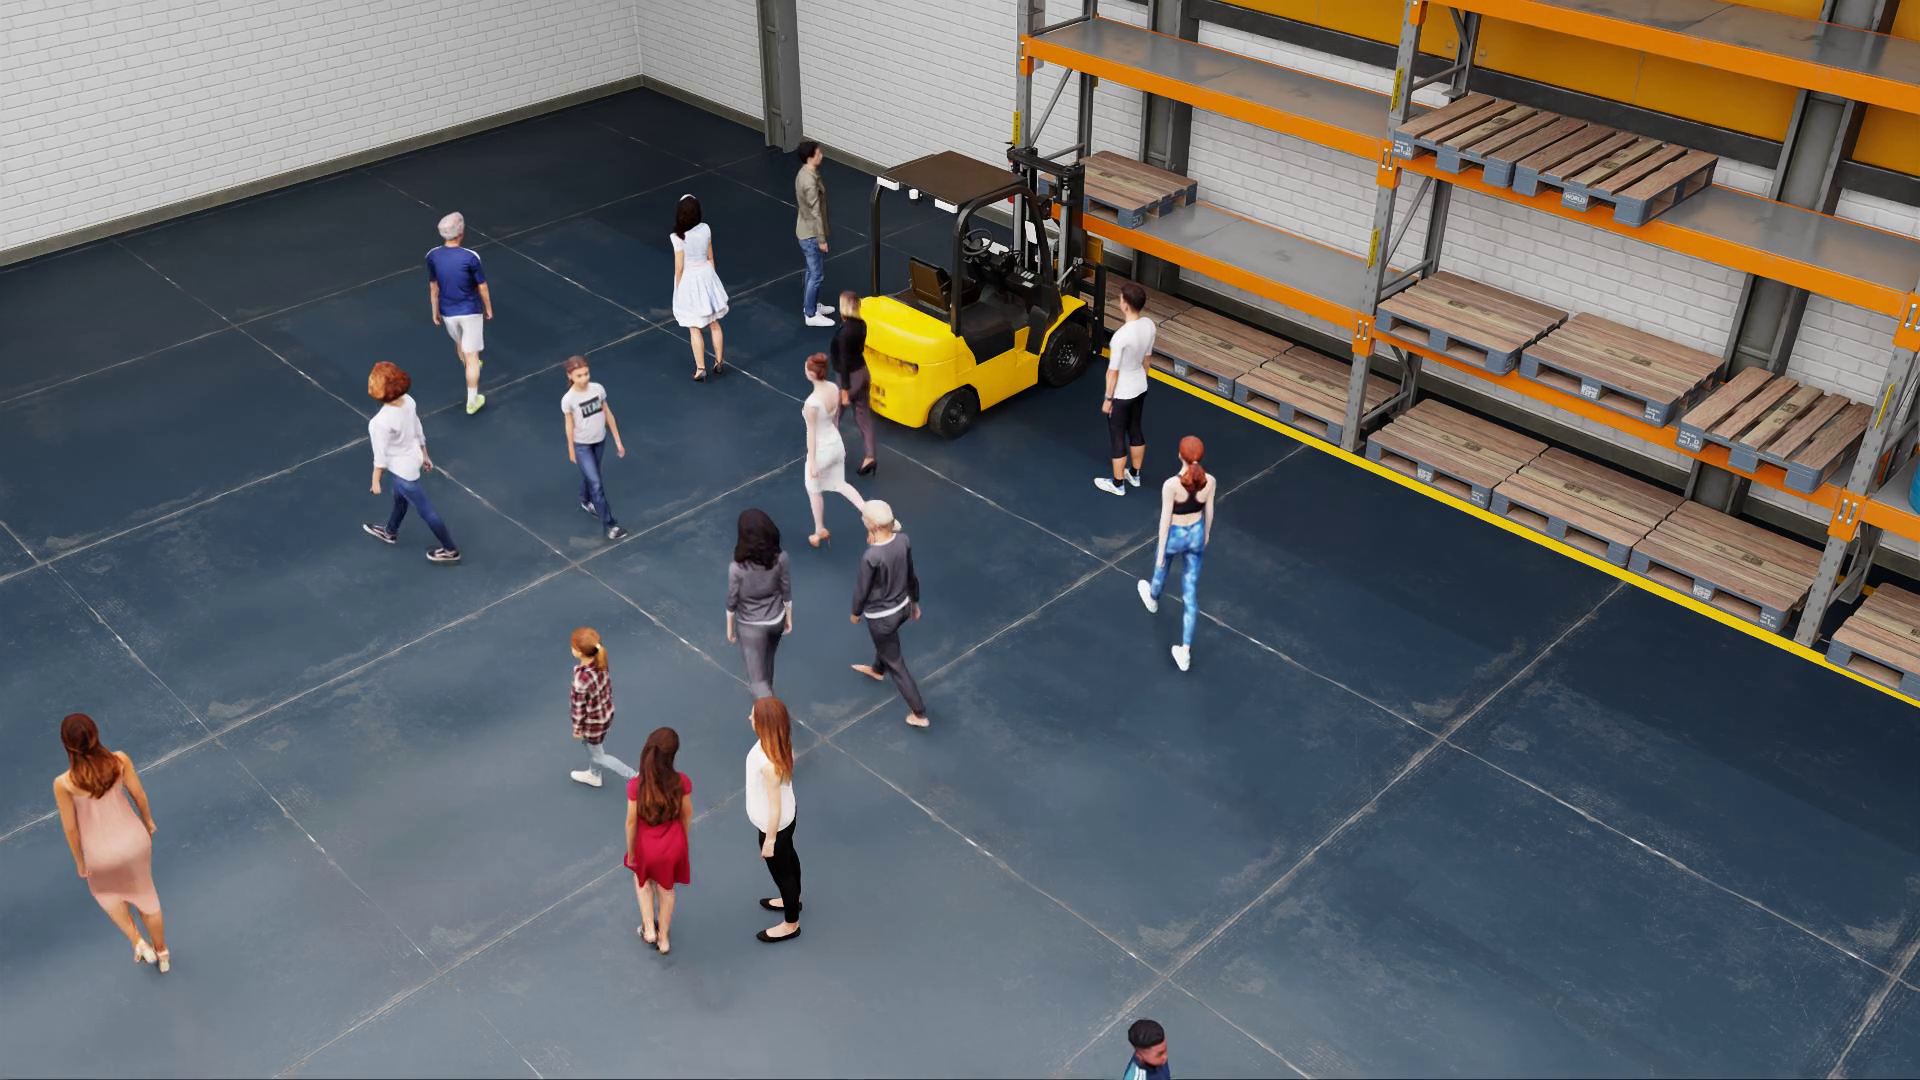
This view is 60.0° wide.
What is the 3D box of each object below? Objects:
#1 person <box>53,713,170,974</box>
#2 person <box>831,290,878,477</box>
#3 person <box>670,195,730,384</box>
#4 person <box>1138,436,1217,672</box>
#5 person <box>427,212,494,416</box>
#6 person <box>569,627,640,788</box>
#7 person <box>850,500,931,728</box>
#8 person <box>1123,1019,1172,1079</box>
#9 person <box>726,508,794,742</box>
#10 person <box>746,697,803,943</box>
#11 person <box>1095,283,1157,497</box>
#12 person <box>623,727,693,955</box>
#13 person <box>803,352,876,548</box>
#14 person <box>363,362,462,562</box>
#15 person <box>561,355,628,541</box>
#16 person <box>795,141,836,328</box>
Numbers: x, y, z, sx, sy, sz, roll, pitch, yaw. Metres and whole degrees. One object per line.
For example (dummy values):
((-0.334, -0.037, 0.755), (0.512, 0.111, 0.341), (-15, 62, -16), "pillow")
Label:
((-4.641, 1.750, 9.206), (0.615, 1.814, 0.587), (-27, 42, -35), "person")
((-0.812, -1.268, 13.901), (0.847, 1.643, 0.770), (11, 35, 16), "person")
((-2.408, -2.298, 15.293), (0.743, 1.818, 0.764), (-22, 39, -29), "person")
((1.598, 0.121, 11.724), (1.029, 1.739, 1.229), (-7, 34, -10), "person")
((-4.463, -1.976, 14.827), (1.090, 1.797, 1.118), (2, 34, 3), "person")
((-2.281, 1.133, 10.608), (0.918, 1.289, 0.775), (8, 34, 11), "person")
((-0.431, 0.515, 11.171), (1.110, 1.695, 0.693), (25, 41, 32), "person")
((0.830, 2.788, 8.170), (0.927, 1.232, 0.629), (20, 39, 27), "person")
((-1.281, 0.621, 10.983), (0.847, 1.729, 1.178), (-16, 37, -22), "person")
((-1.045, 1.588, 9.533), (0.699, 1.722, 0.634), (-1, 34, -1), "person")
((1.384, -1.238, 13.669), (0.548, 1.851, 0.664), (28, 42, 35), "person")
((-1.685, 1.763, 9.441), (0.708, 1.532, 0.757), (-13, 36, -18), "person")
((-0.957, -0.616, 12.804), (1.016, 1.771, 0.723), (16, 37, 23), "person")
((-4.183, -0.556, 12.801), (1.190, 1.675, 1.047), (6, 34, 8), "person")
((-2.997, -0.799, 13.305), (0.530, 1.521, 1.018), (-28, 43, -36), "person")
((-1.465, -3.011, 16.323), (0.862, 1.865, 0.748), (-7, 34, -11), "person")
